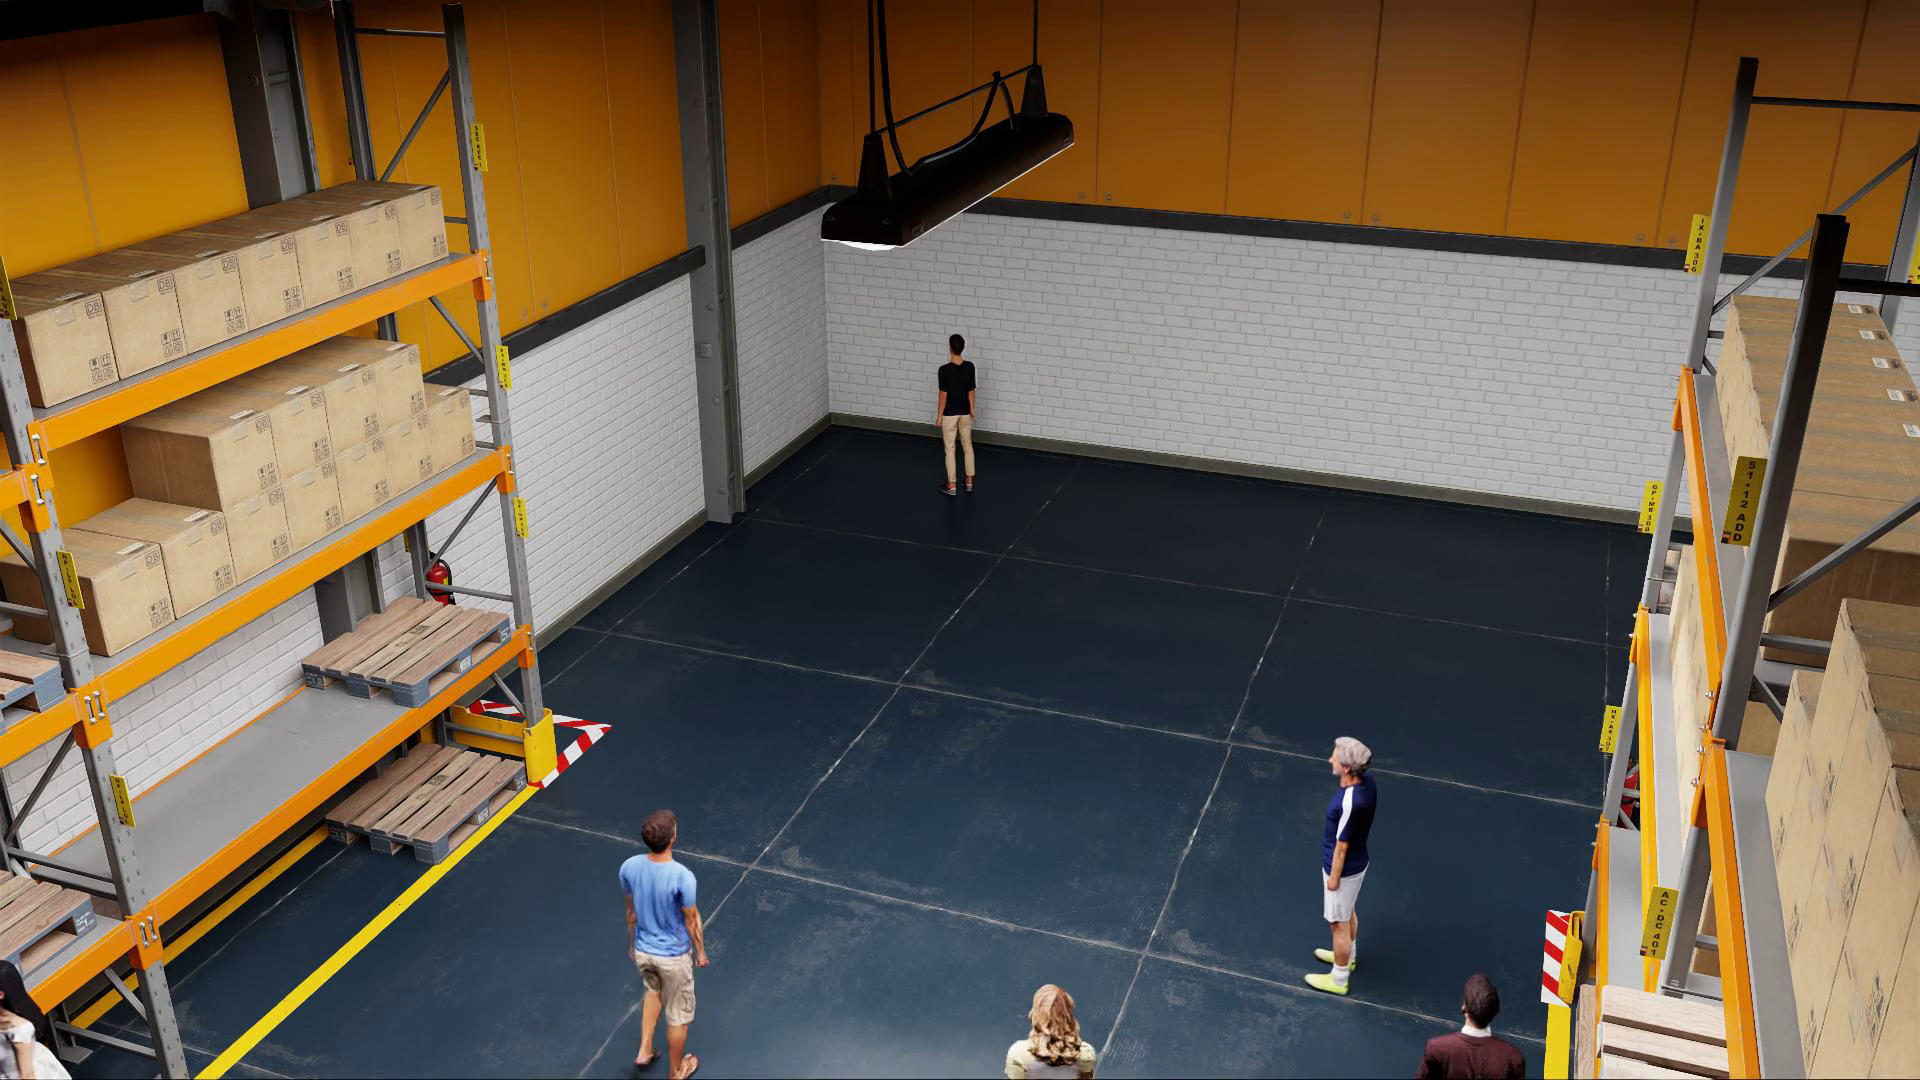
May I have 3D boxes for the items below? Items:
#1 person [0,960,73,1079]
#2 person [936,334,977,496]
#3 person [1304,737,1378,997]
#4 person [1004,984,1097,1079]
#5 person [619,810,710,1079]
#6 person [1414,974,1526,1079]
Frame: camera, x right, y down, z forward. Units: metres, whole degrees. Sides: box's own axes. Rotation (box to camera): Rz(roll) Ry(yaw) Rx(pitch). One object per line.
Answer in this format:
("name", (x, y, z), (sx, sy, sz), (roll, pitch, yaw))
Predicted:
("person", (-4.947, 2.980, 8.894), (0.814, 1.769, 0.781), (-16, 28, -33))
("person", (-0.039, -1.428, 18.868), (0.693, 1.857, 0.776), (-13, 27, -27))
("person", (2.511, 2.099, 10.829), (0.685, 1.834, 0.477), (9, 25, 20))
("person", (0.484, 3.111, 8.681), (0.927, 1.700, 1.178), (-2, 24, -5))
("person", (-1.808, 2.488, 9.917), (0.666, 1.851, 0.674), (10, 25, 21))
("person", (2.587, 3.106, 8.508), (0.790, 1.847, 0.883), (4, 24, 9))
